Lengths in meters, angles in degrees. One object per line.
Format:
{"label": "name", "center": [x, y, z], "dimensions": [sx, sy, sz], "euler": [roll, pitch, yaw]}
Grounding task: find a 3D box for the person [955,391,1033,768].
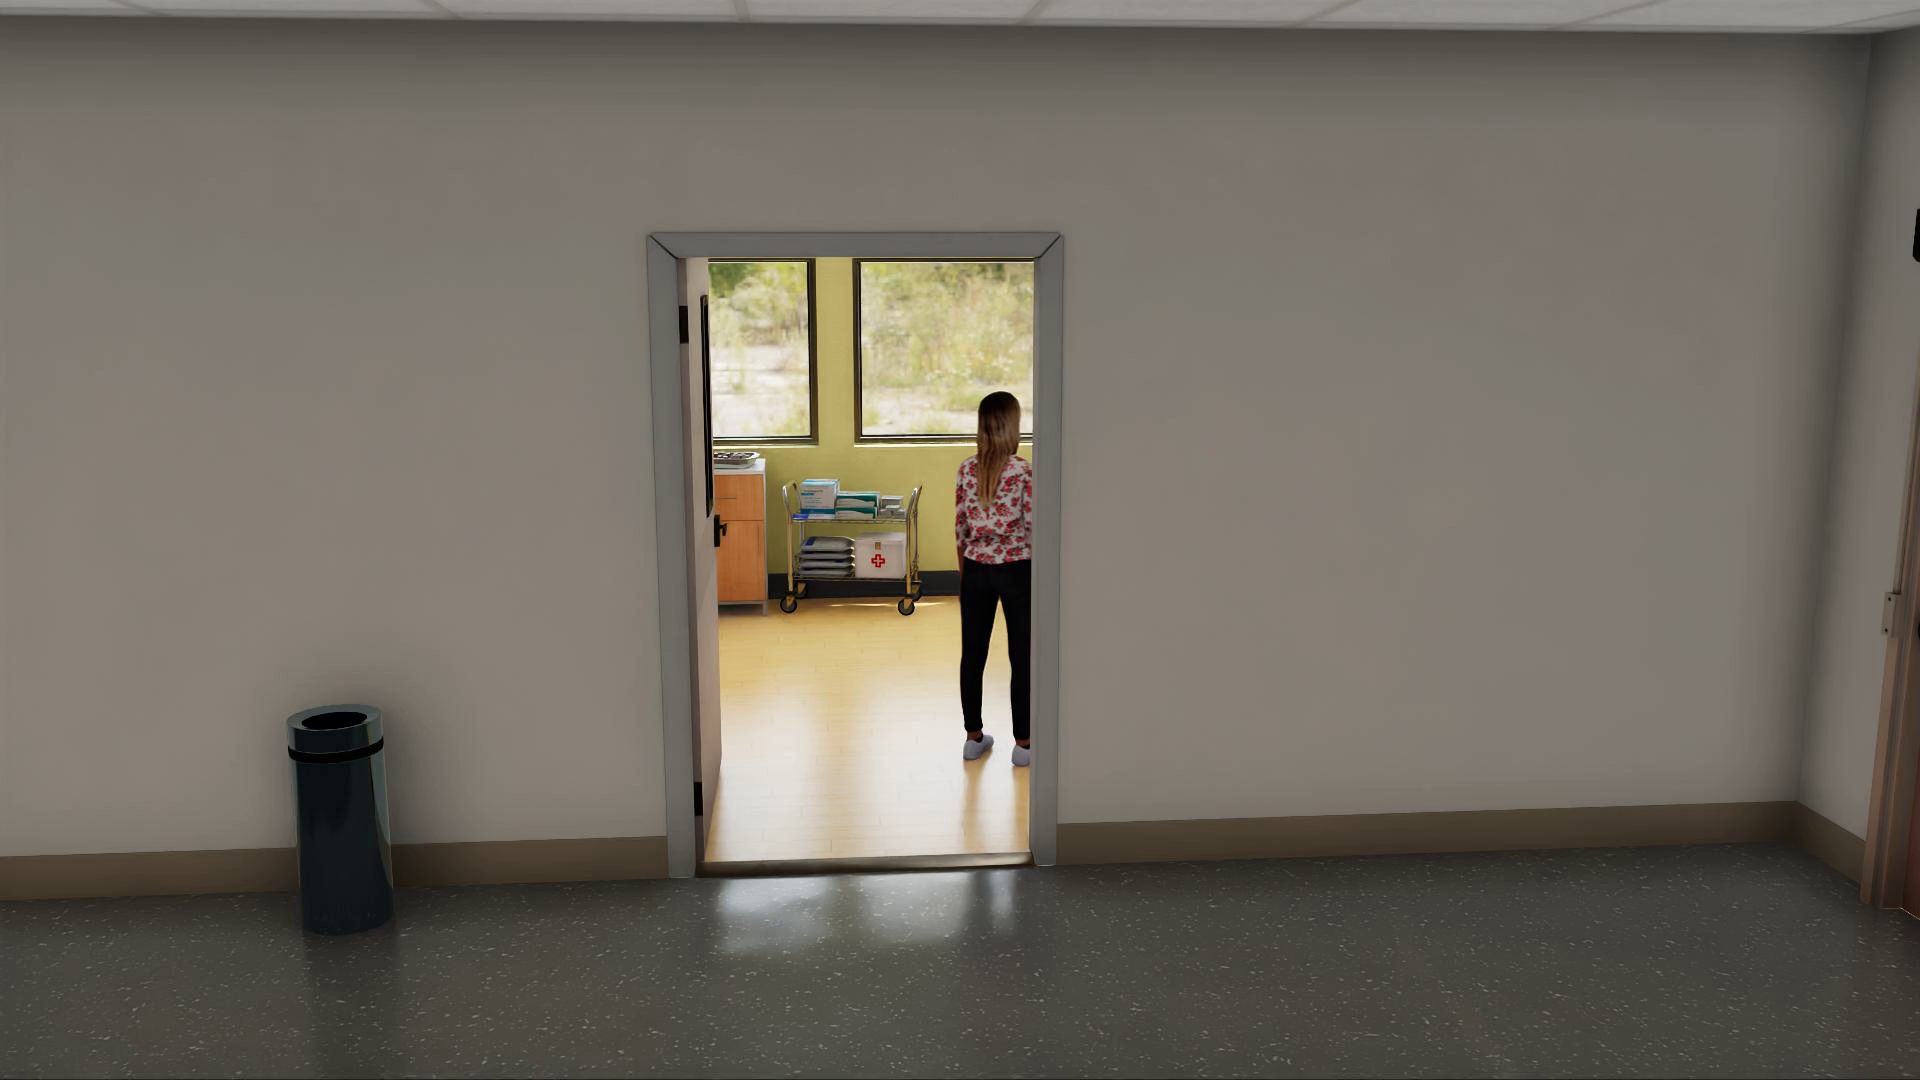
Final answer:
{"label": "person", "center": [0.167, 0.164, 7.259], "dimensions": [0.625, 1.632, 0.719], "euler": [6, 12, 29]}
